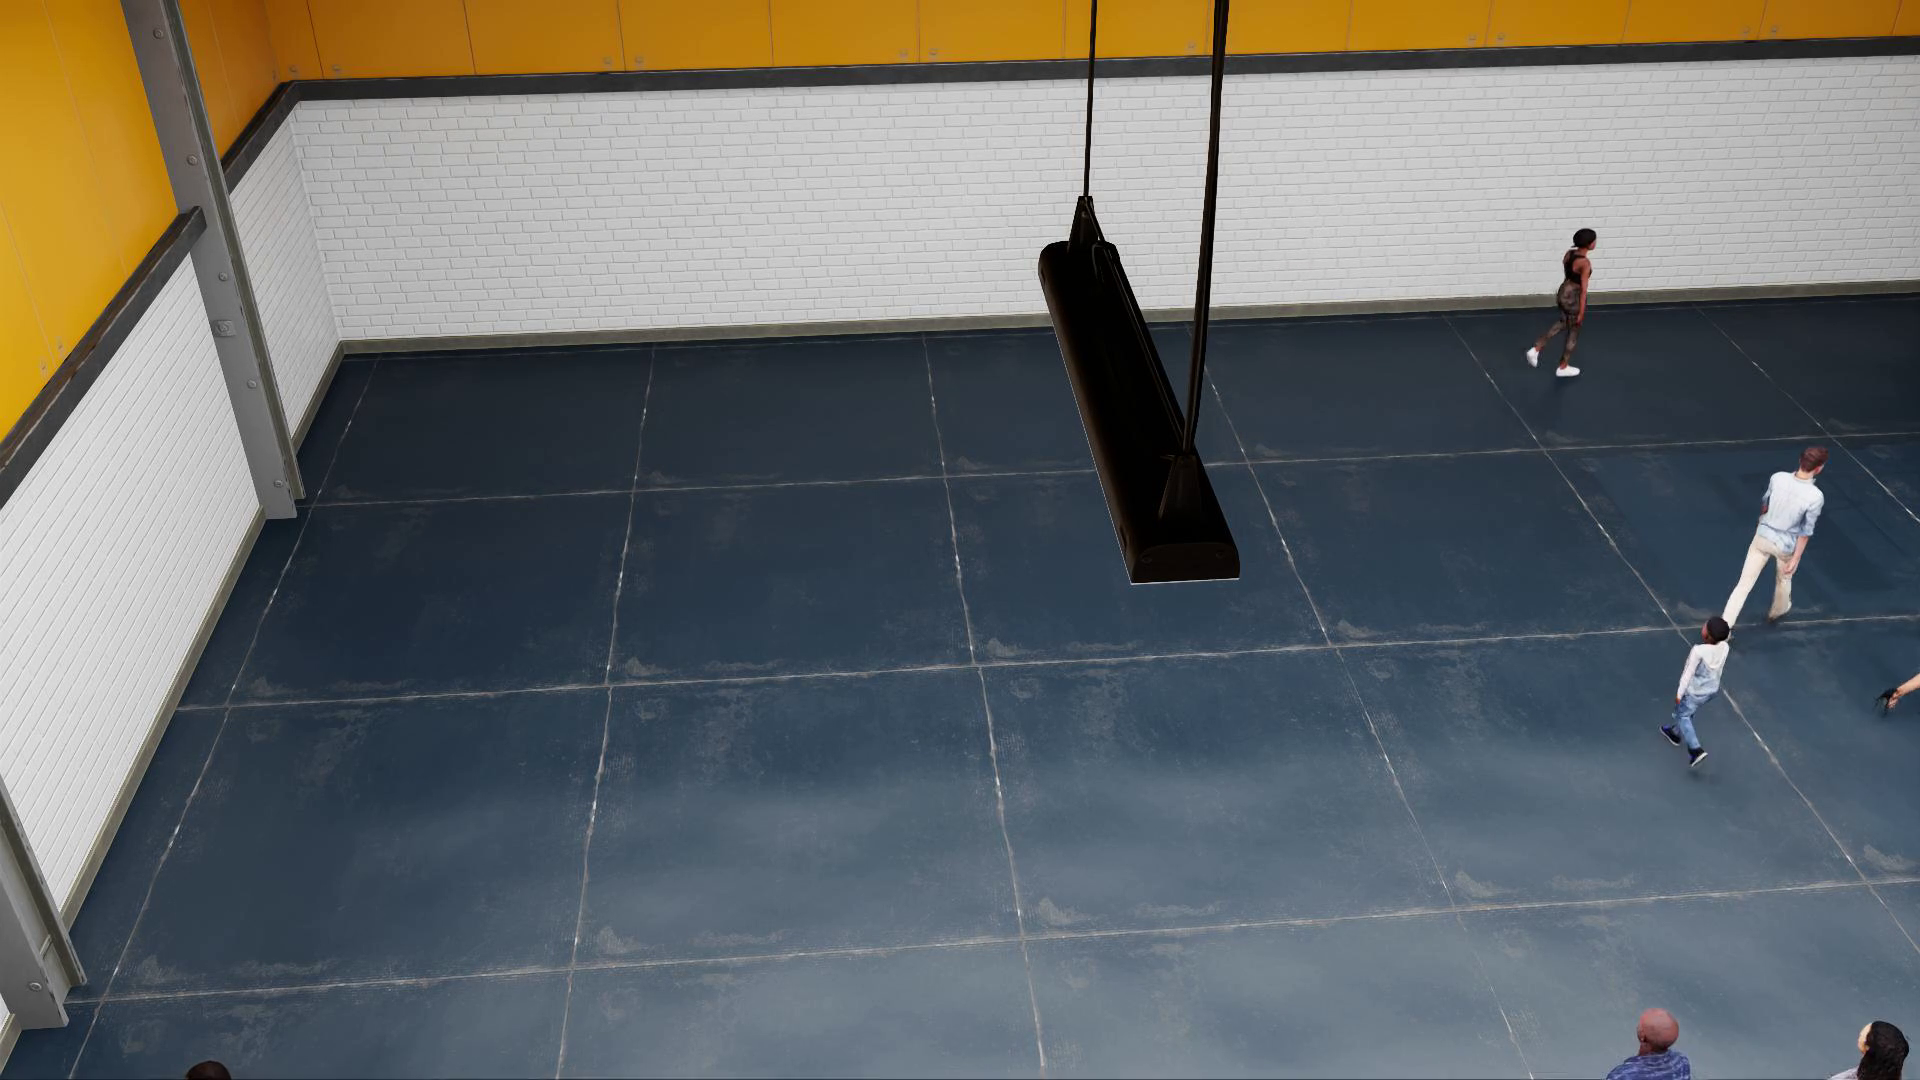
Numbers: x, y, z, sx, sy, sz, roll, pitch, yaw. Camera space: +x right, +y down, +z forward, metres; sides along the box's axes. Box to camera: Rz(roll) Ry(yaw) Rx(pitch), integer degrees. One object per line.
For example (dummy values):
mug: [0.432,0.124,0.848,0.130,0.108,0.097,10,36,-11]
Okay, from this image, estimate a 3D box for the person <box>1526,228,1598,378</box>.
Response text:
person: [6.332,-2.477,17.450,0.741,1.688,0.839,-8,34,-12]

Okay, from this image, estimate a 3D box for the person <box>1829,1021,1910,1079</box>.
person: [4.722,3.249,8.808,0.746,1.719,0.787,-15,37,-22]

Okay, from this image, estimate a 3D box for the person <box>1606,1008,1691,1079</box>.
person: [3.588,3.234,8.764,0.719,1.792,0.984,-7,34,-10]

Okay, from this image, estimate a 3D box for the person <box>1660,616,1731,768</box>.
person: [5.540,1.124,12.432,0.571,1.246,0.820,-9,35,-13]

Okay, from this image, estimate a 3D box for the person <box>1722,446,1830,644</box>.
person: [6.566,0.084,13.500,1.207,1.796,1.268,-25,41,-33]
